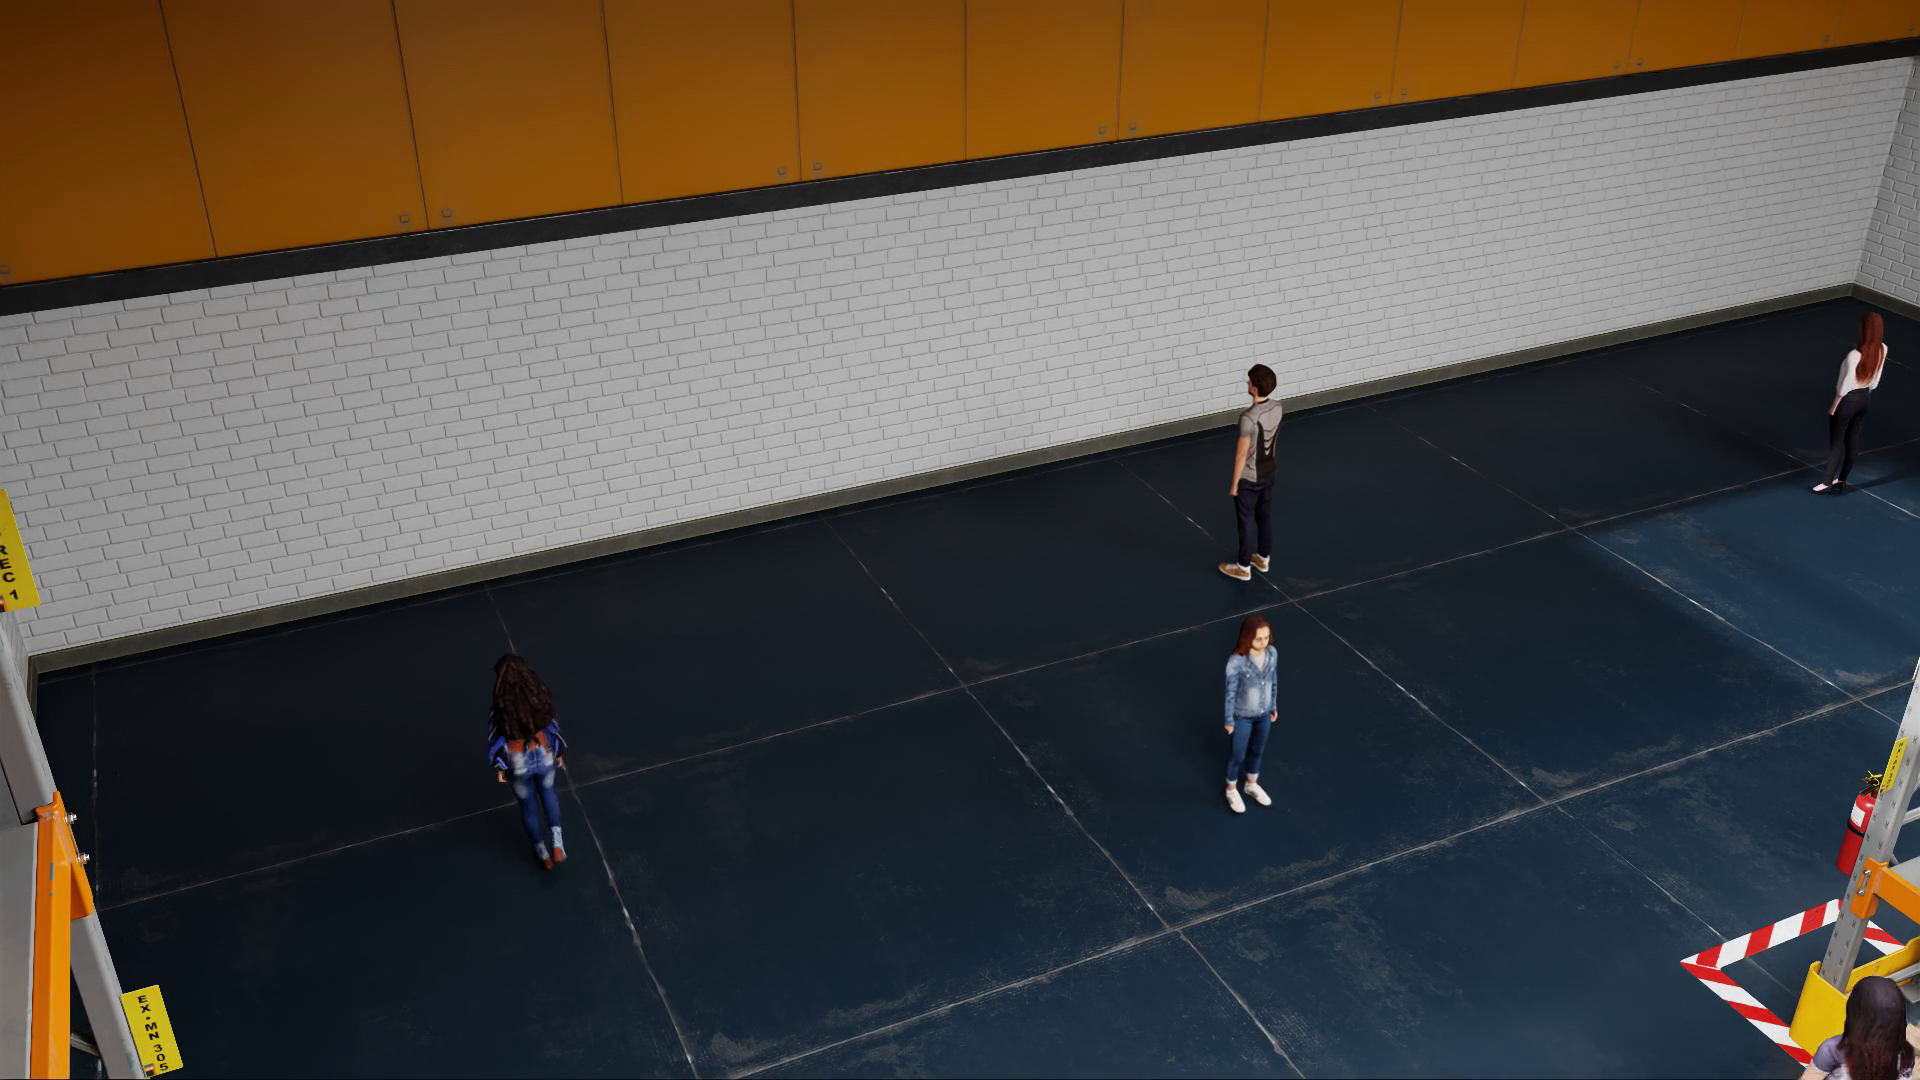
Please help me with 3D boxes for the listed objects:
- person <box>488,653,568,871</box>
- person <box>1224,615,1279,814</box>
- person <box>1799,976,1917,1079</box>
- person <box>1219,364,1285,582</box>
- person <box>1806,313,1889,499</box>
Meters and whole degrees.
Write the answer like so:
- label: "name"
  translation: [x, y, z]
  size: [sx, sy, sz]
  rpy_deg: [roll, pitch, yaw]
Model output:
- label: "person"
  translation: [-2.654, 1.427, 10.372]
  size: [0.663, 1.612, 0.682]
  rpy_deg: [-16, 33, -27]
- label: "person"
  translation: [1.923, 1.129, 11.061]
  size: [0.581, 1.476, 0.522]
  rpy_deg: [-15, 32, -25]
- label: "person"
  translation: [4.160, 2.812, 7.786]
  size: [0.831, 1.658, 1.180]
  rpy_deg: [-4, 29, -6]
- label: "person"
  translation: [2.447, -0.556, 13.713]
  size: [0.695, 1.895, 0.651]
  rpy_deg: [-23, 36, -35]
- label: "person"
  translation: [8.073, -1.218, 15.063]
  size: [0.589, 1.763, 0.498]
  rpy_deg: [-12, 31, -20]
